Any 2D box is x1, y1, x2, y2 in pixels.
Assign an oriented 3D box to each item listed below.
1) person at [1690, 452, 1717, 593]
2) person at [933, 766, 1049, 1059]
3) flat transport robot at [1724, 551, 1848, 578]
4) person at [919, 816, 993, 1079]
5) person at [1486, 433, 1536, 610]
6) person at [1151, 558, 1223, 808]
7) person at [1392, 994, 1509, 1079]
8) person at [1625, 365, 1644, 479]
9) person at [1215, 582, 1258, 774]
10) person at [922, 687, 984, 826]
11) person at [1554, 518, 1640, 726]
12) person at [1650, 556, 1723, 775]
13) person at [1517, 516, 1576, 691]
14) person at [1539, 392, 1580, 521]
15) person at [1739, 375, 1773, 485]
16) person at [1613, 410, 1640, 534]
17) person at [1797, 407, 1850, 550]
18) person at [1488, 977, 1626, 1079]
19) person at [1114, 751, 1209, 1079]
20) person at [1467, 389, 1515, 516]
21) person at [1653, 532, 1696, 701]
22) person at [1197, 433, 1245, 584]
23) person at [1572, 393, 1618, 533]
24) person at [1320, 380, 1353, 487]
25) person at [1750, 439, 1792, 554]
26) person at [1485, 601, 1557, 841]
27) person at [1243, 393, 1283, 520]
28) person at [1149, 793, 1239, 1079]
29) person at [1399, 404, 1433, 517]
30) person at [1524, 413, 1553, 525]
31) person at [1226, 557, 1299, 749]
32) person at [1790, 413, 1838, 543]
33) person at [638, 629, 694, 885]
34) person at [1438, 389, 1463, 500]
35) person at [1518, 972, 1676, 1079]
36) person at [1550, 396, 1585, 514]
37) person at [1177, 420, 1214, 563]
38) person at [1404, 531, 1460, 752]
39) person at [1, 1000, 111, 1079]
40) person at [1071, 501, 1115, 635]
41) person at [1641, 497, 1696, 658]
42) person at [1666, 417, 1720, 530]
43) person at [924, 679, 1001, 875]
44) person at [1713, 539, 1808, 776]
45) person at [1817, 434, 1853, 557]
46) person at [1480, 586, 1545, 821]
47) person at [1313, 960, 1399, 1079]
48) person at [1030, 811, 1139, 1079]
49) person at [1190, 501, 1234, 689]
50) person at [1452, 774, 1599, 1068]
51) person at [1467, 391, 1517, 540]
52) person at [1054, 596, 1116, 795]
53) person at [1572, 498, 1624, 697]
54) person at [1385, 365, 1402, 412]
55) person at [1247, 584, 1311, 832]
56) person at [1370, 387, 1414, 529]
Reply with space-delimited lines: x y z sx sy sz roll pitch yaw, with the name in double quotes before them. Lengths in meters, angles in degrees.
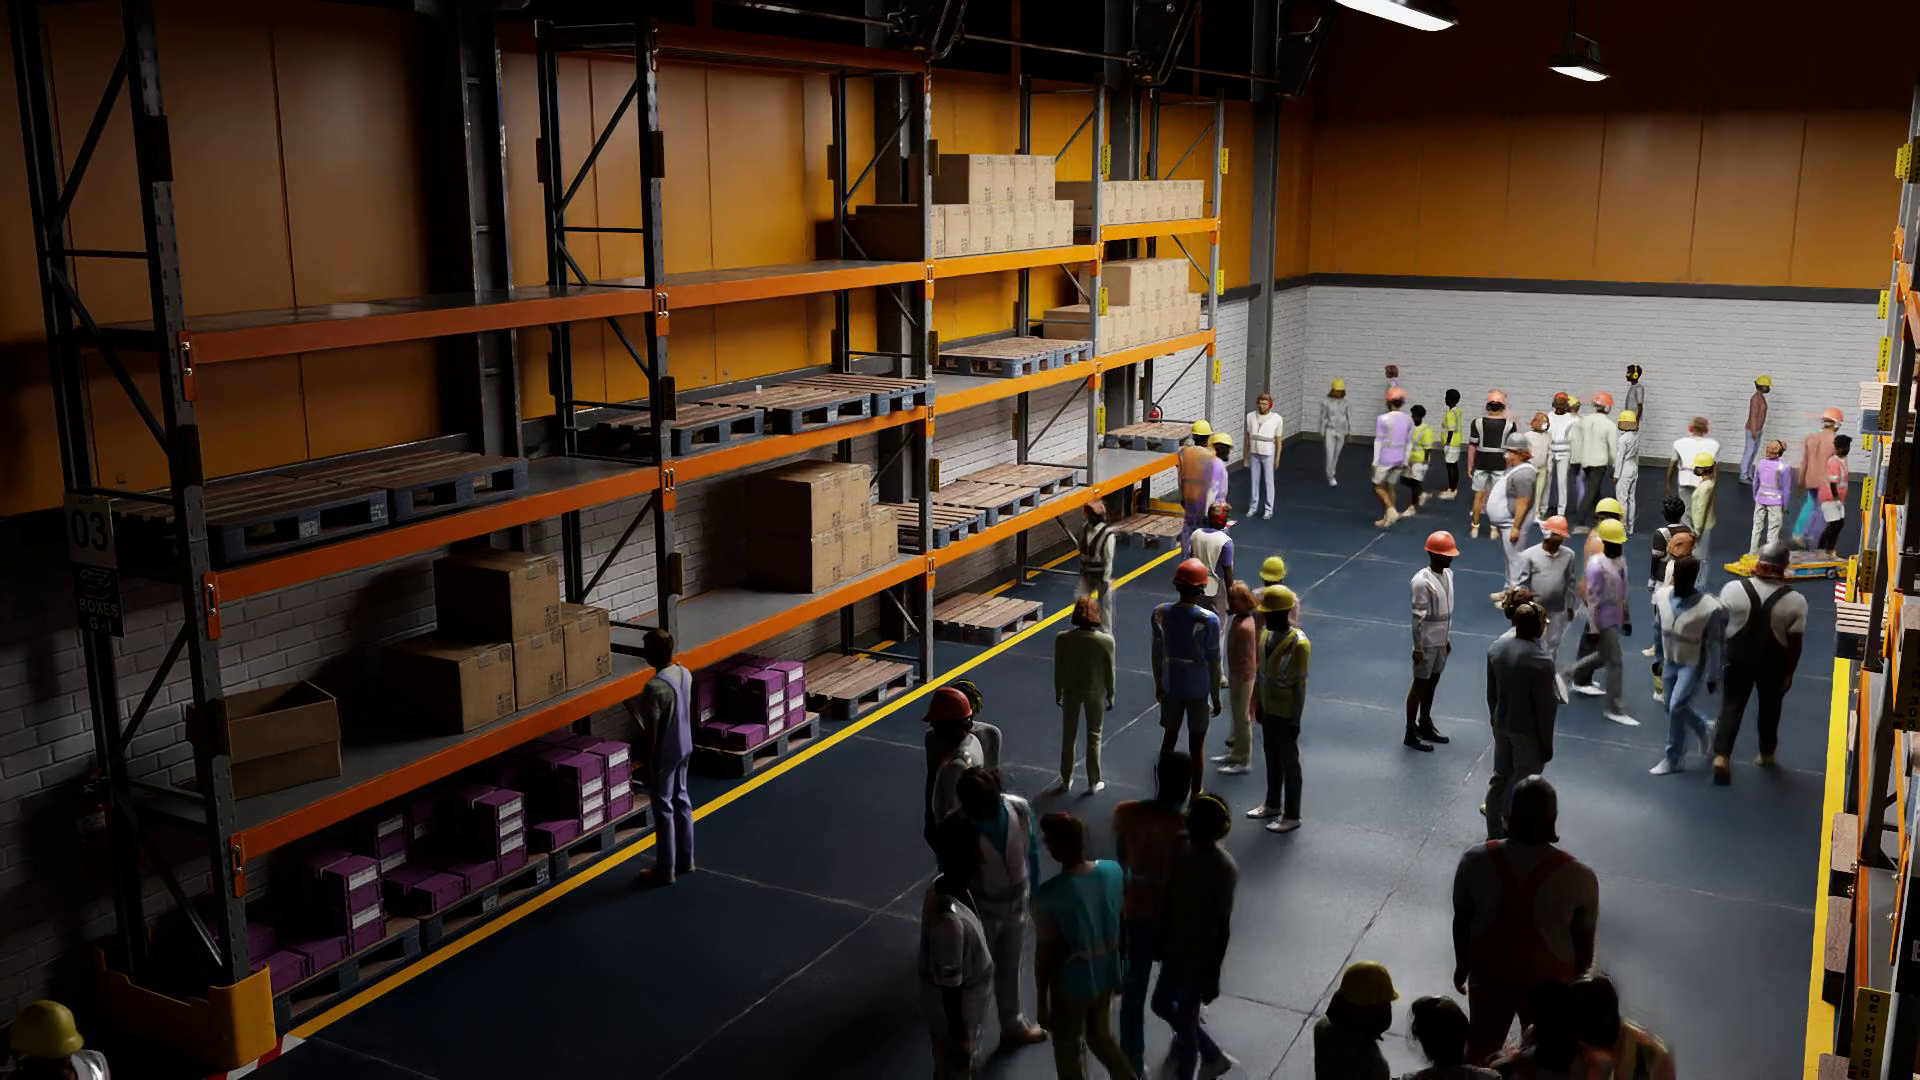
"person" 8.644 -0.153 19.433 0.341 1.760 0.525 7 14 28
"person" 0.223 2.090 9.310 0.756 1.810 0.433 -7 14 -29
"flat transport robot" 10.356 0.315 20.695 1.431 0.197 0.652 -3 13 -12
"person" -0.018 2.276 8.084 0.364 1.966 0.610 -1 13 -3
"person" 6.330 -0.231 19.145 0.535 2.000 0.726 3 13 12
"person" 1.779 1.142 12.991 0.608 2.044 0.373 9 16 36
"person" 1.945 2.670 6.669 0.533 1.816 0.609 2 13 7
"person" 10.958 -1.927 27.126 0.309 1.868 0.535 2 13 8
"person" 2.335 1.146 13.895 0.281 1.631 0.507 0 13 -1
"person" -0.036 1.828 10.187 0.386 1.929 0.543 2 13 9
"person" 5.905 0.710 15.291 0.869 1.888 0.595 12 17 43
"person" 6.128 1.014 13.927 0.738 1.884 0.617 -7 14 -28
"person" 5.637 0.620 16.005 0.589 1.744 0.342 -1 13 -5
"person" 8.524 -1.182 23.772 0.575 1.880 0.358 8 15 33
"person" 12.789 -1.769 26.679 0.342 1.759 0.528 10 16 38
"person" 9.152 -0.923 22.932 0.485 1.737 0.321 -11 17 -40
"person" 11.179 -0.727 21.502 0.457 1.970 0.658 -4 13 -17
"person" 2.351 2.600 6.773 0.622 1.912 0.995 -3 13 -15
"person" 1.139 2.060 9.293 0.599 1.862 0.978 6 14 25
"person" 7.860 -1.285 24.243 0.829 1.880 0.655 -6 14 -24
"person" 6.787 0.727 15.766 0.284 1.636 0.500 8 15 33
"person" 3.118 -0.345 20.043 0.778 1.863 0.674 -1 13 -3
"person" 8.925 -1.077 23.164 1.012 1.936 0.630 -6 14 -24
"person" 6.002 -1.687 26.435 0.496 1.701 0.874 -2 13 -7
"person" 10.257 -0.455 21.049 0.310 1.642 0.514 -7 14 -28
"person" 4.088 1.389 12.120 0.372 1.940 0.631 -6 14 -24
"person" 4.383 -1.215 24.017 0.567 1.836 0.388 10 16 37
"person" 1.250 2.177 8.826 0.504 1.843 0.593 -6 14 -26
"person" 6.634 -1.156 24.094 0.511 1.666 0.587 -6 14 -25
"person" 8.145 -0.999 23.519 0.502 1.627 0.282 -5 13 -21
"person" 2.676 0.986 14.447 0.536 1.699 0.959 9 15 35
"person" 11.574 -0.852 22.441 0.559 1.815 0.378 -8 15 -31
"person" -2.077 1.522 11.772 0.361 1.834 0.519 6 14 23
"person" 7.513 -1.466 25.447 0.319 1.695 0.538 7 14 28
"person" 2.594 2.637 6.892 0.607 1.781 0.975 4 13 18
"person" 8.970 -1.245 24.383 0.548 1.728 0.518 -5 14 -22
"person" 2.975 -0.542 20.791 0.369 1.928 0.586 -10 16 -39
"person" 4.127 0.865 14.469 0.369 1.935 0.552 12 17 43
"person" -3.581 2.672 6.638 0.403 1.824 0.593 6 14 26
"person" 1.335 0.405 17.237 0.698 1.610 0.546 -11 17 -40
"person" 7.326 0.392 17.155 0.533 1.690 0.322 -5 14 -23
"person" 9.640 -0.727 21.917 0.577 1.793 0.953 3 13 13
"person" 0.022 1.774 10.579 0.509 1.863 0.326 0 13 -1
"person" 6.625 0.958 13.821 0.677 2.000 0.970 8 15 32
"person" 11.179 -0.522 21.258 0.378 1.666 0.566 10 16 39
"person" 4.302 1.262 12.902 0.515 1.843 0.327 -11 17 -40
"person" 1.677 2.610 7.125 0.338 1.735 0.486 -5 14 -21
"person" 0.672 2.279 8.424 0.597 1.817 0.643 -10 16 -37
"person" 2.448 0.534 16.178 0.389 1.837 0.563 -8 15 -32
"person" 2.859 2.158 8.449 0.703 2.000 0.536 8 15 32
"person" 7.236 -1.014 22.682 0.611 2.032 0.411 4 13 16
"person" 1.003 1.254 13.438 0.502 1.626 0.291 3 13 14
"person" 6.162 0.542 16.044 0.397 1.890 0.649 3 13 15
"person" 7.576 -2.253 29.122 0.334 1.630 0.592 3 13 14
"person" 2.428 1.271 12.710 0.396 1.919 0.582 -6 14 -24
"person" 6.014 -1.118 23.155 0.628 2.018 0.565 -6 14 -23
